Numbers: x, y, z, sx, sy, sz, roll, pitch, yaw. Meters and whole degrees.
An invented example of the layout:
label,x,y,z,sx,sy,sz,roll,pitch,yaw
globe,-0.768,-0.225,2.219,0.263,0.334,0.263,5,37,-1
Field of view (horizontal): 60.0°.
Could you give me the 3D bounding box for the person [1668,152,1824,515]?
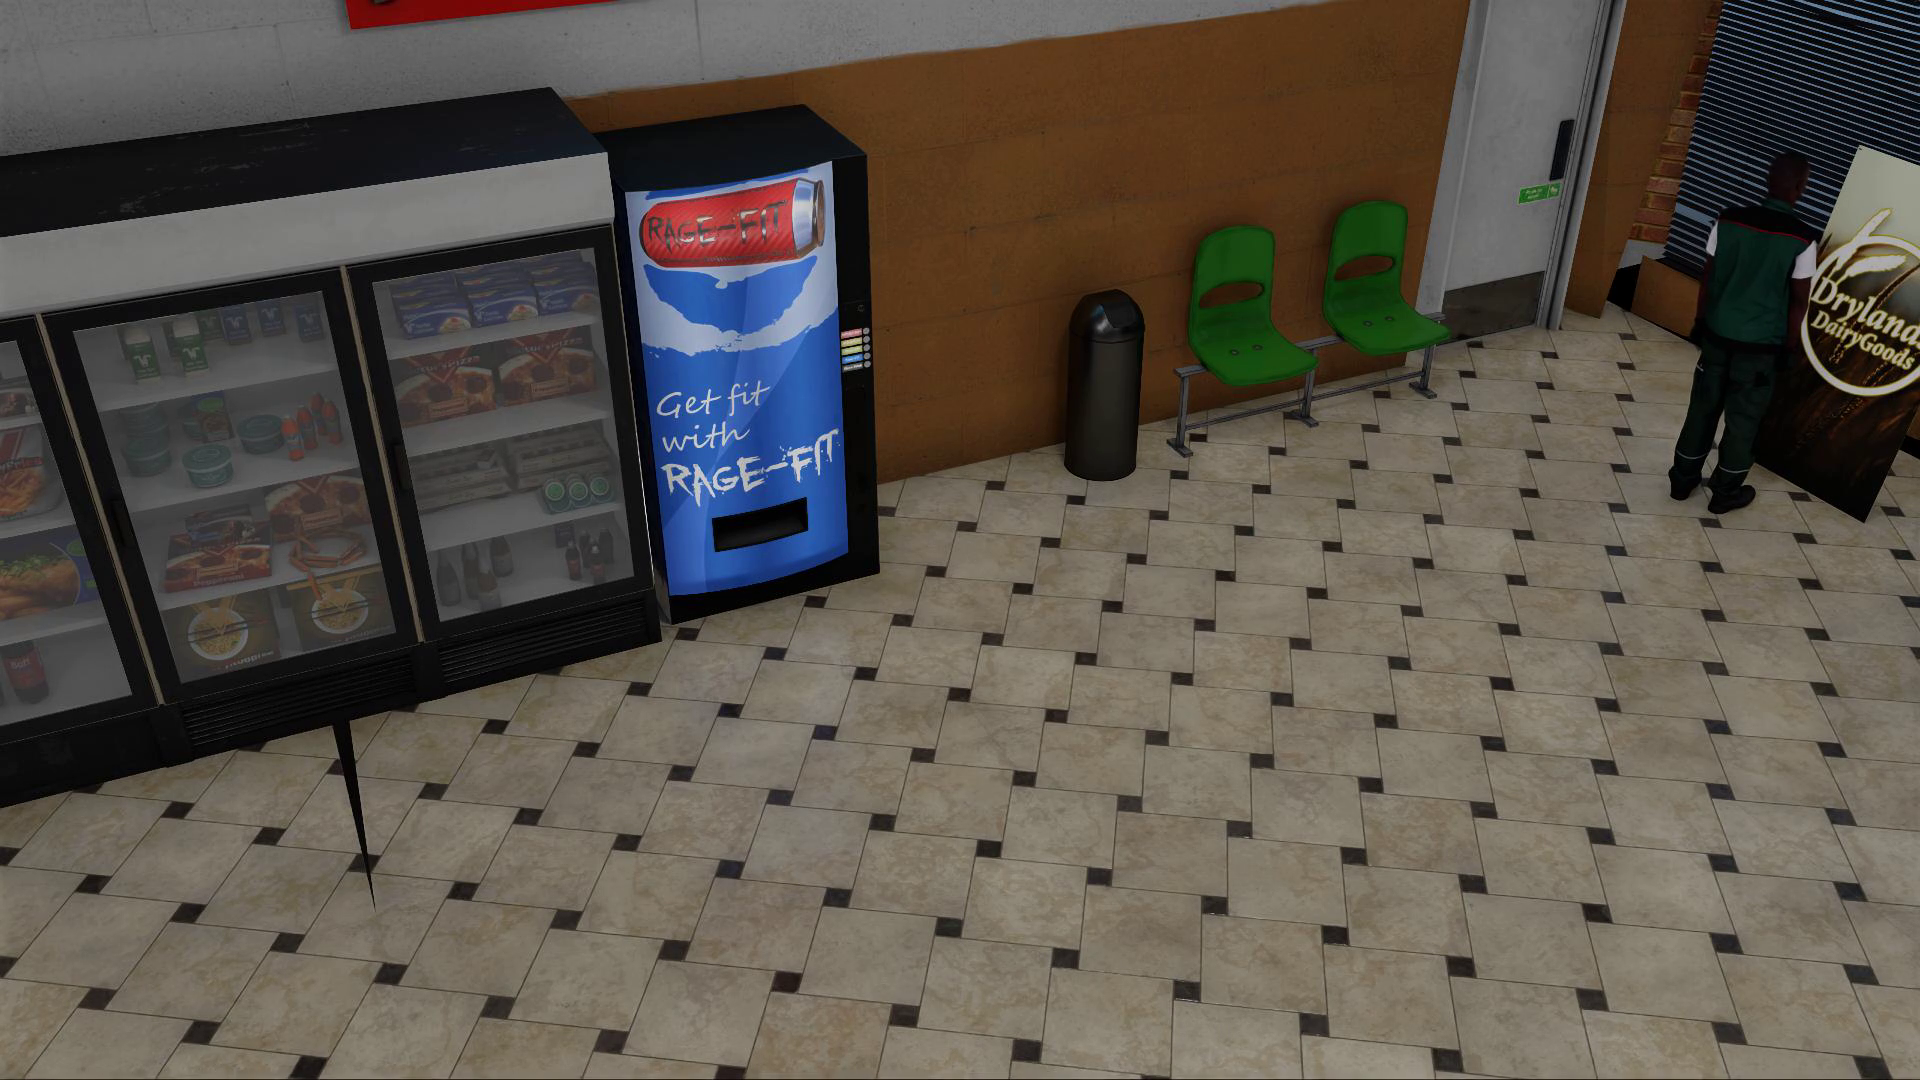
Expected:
label,x,y,z,sx,sy,sz,roll,pitch,yaw
person,3.853,-1.000,8.173,0.813,1.840,0.651,-25,40,-34
